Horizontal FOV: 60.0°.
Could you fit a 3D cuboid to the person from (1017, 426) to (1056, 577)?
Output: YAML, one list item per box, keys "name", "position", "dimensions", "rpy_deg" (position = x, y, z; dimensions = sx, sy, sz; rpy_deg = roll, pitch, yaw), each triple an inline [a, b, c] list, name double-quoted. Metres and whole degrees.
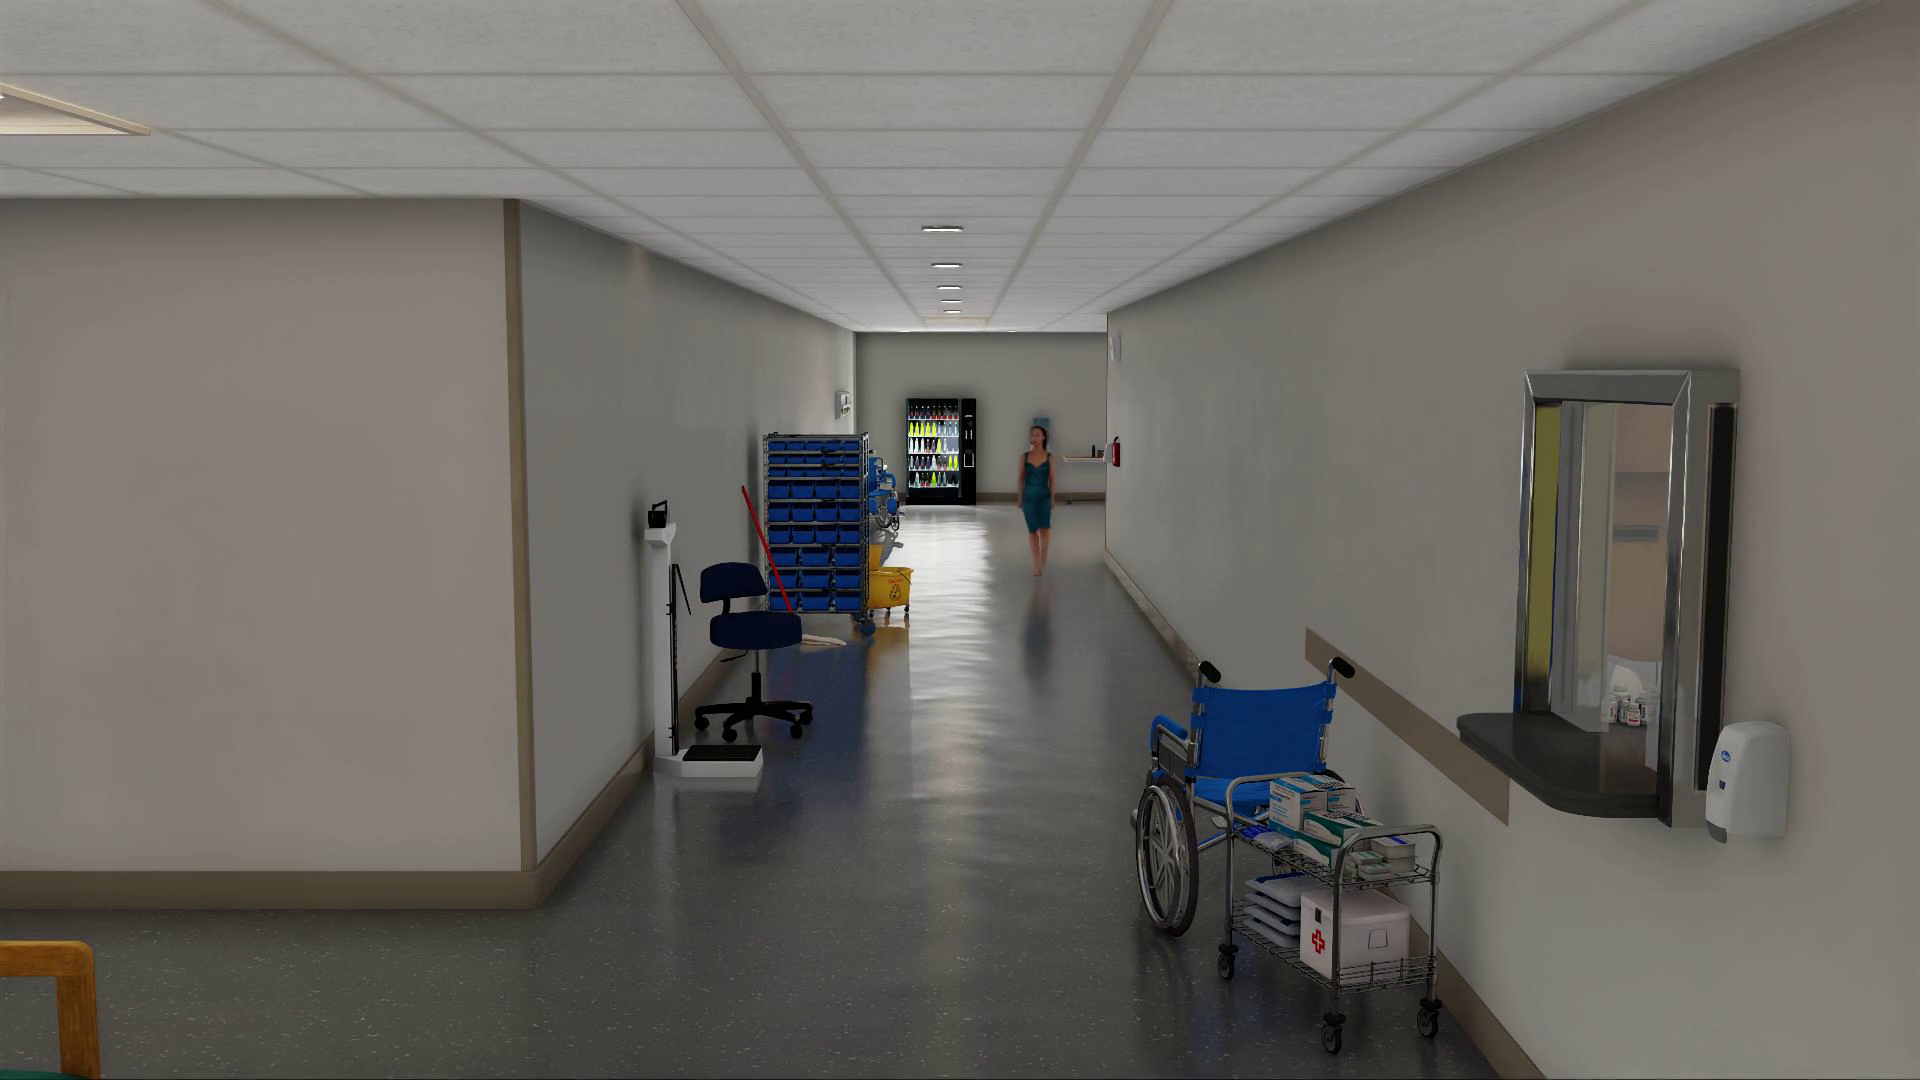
- name: "person"
  position: [0.873, -0.423, 18.579]
  dimensions: [0.626, 1.673, 0.686]
  rpy_deg: [1, 6, 13]
